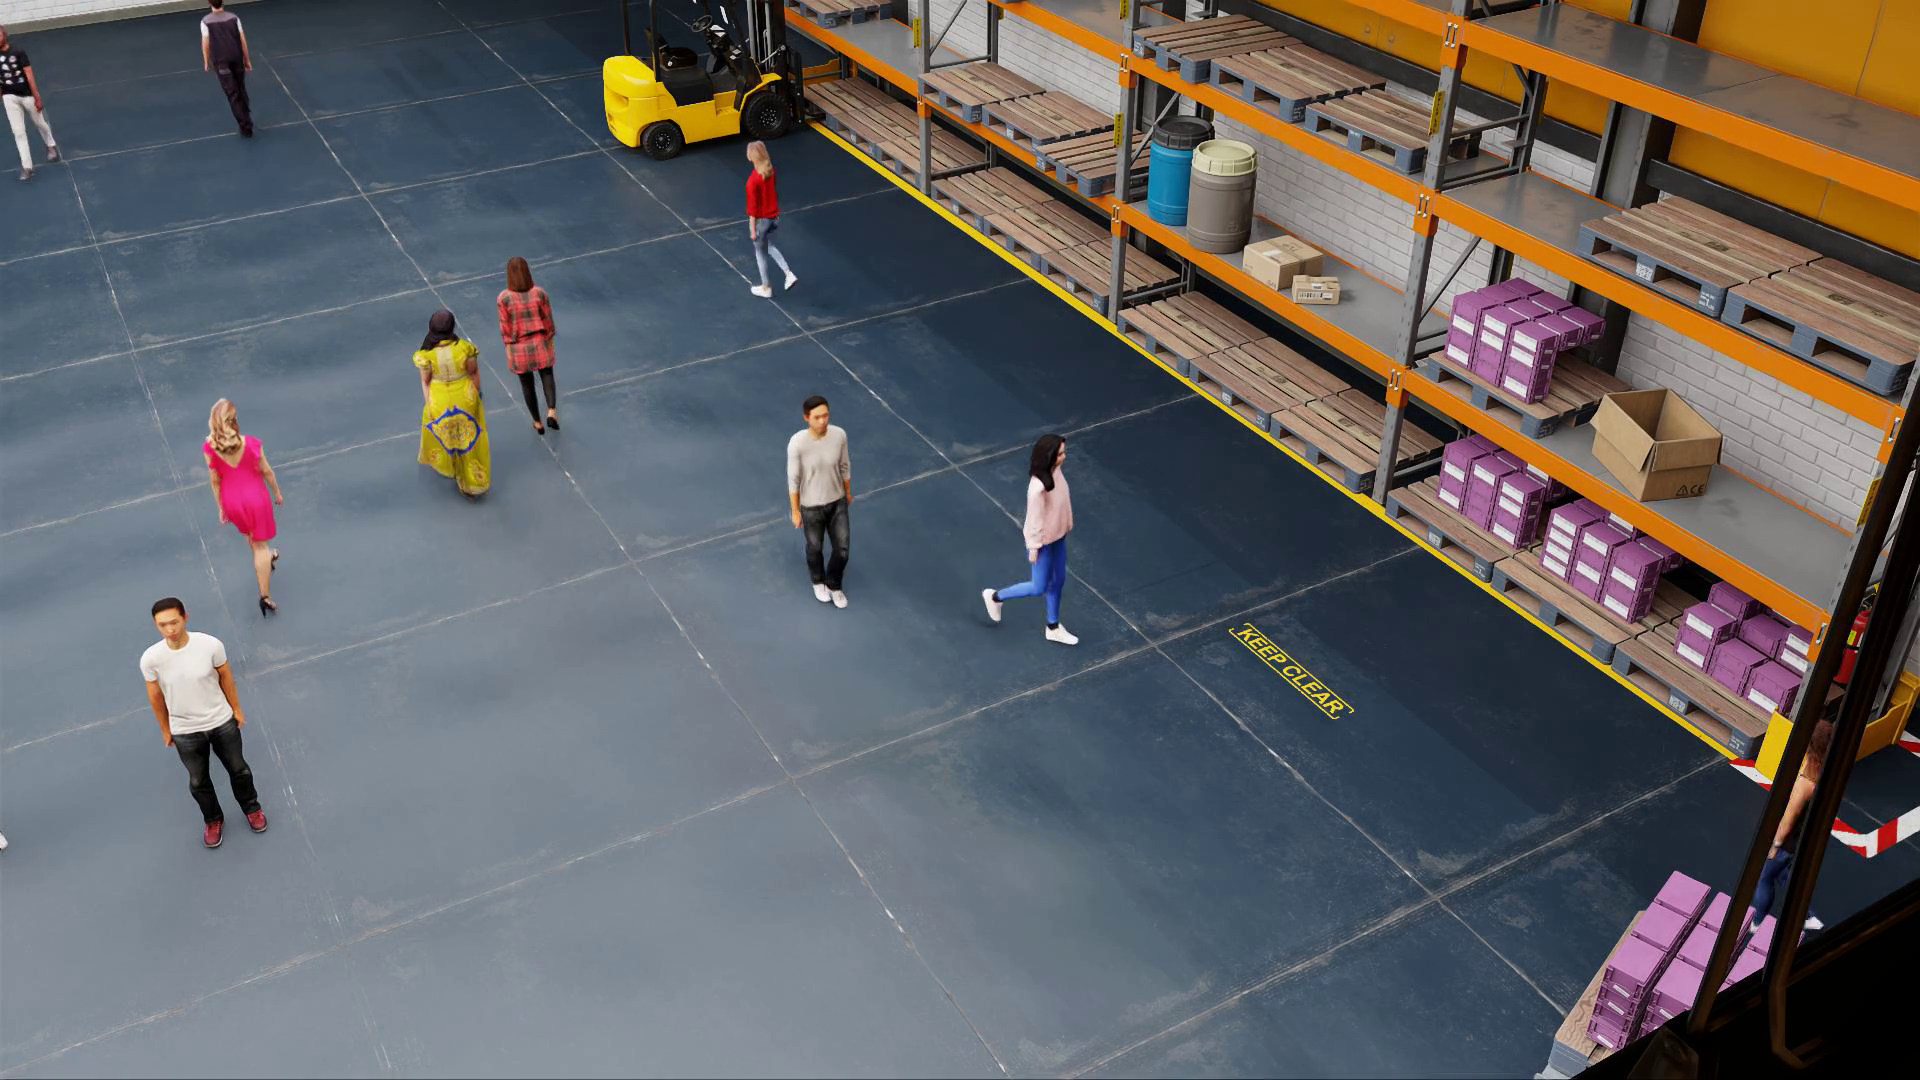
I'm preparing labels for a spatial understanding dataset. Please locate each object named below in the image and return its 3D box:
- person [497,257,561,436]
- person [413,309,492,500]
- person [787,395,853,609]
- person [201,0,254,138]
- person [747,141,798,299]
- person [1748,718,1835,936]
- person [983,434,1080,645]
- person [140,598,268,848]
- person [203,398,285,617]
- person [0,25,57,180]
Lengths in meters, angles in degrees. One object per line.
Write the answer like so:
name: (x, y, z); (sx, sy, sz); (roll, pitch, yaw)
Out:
person: (-3.781, -1.651, 14.640); (0.676, 1.694, 0.760); (-12, 35, -17)
person: (-4.198, -1.086, 13.853); (0.888, 1.624, 1.078); (-14, 36, -20)
person: (-1.088, -0.342, 12.579); (0.707, 1.797, 0.686); (-14, 36, -20)
person: (-9.249, -6.024, 21.103); (0.815, 1.822, 1.111); (-28, 42, -35)
person: (-1.937, -3.249, 17.040); (0.925, 1.698, 0.835); (17, 37, 24)
person: (4.852, 1.725, 9.557); (0.731, 1.697, 0.838); (-28, 42, -35)
person: (0.541, -0.017, 12.126); (1.114, 1.755, 0.972); (16, 37, 23)
person: (-4.733, 1.111, 10.385); (0.630, 1.804, 0.521); (-17, 37, -24)
person: (-5.358, -0.212, 12.485); (0.849, 1.684, 1.125); (-4, 34, -7)
person: (-11.348, -5.370, 20.179); (0.965, 1.755, 1.318); (-6, 34, -8)
